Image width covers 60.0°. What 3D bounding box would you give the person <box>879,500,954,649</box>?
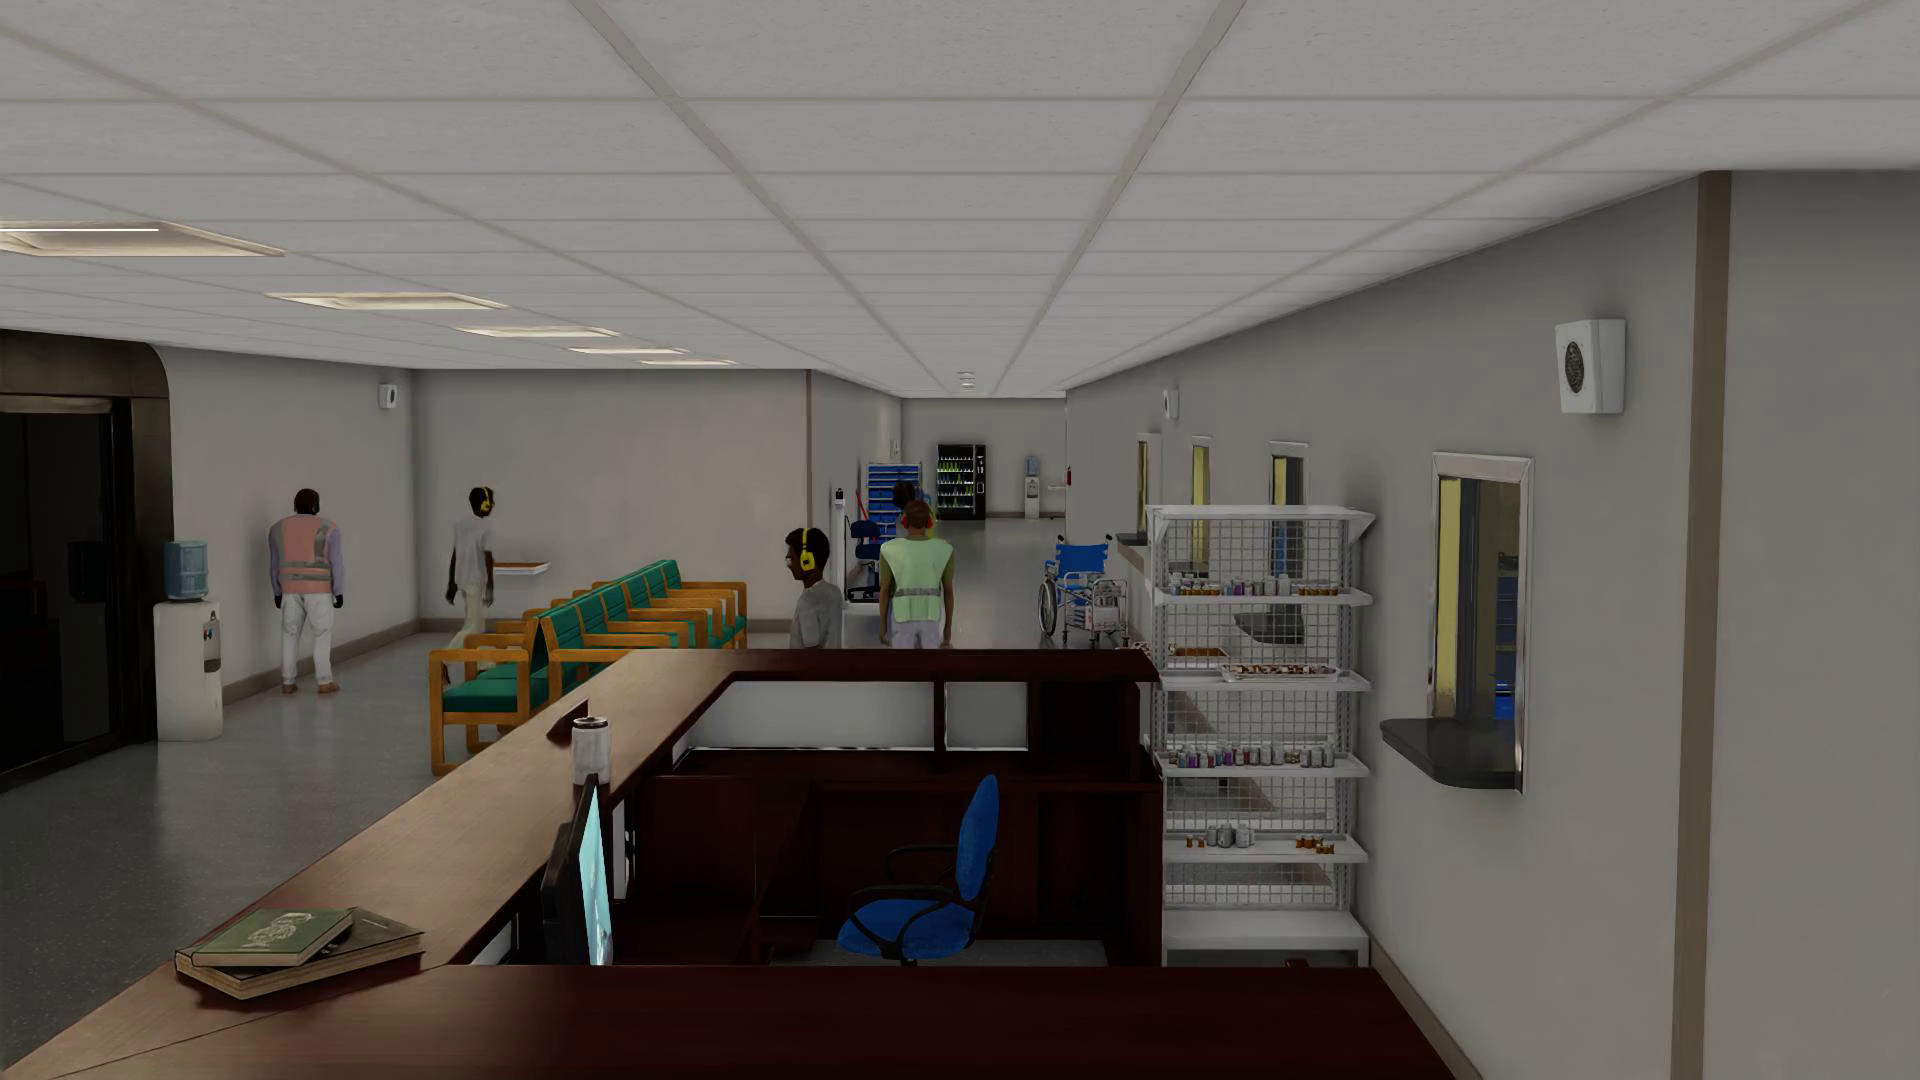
[{"bbox_3d":[-0.319,0.623,12.363,0.560,1.839,0.394,-1,4,-11],"label":"person"}]

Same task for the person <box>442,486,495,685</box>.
[{"bbox_3d":[-4.570,0.417,15.390,0.542,1.829,0.857,3,5,34],"label":"person"}]

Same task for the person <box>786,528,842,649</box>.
[{"bbox_3d":[-0.787,0.863,8.810,0.328,1.865,0.508,1,4,10],"label":"person"}]

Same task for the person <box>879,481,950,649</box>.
[{"bbox_3d":[-0.491,0.287,17.342,0.901,1.791,0.650,1,4,13],"label":"person"}]

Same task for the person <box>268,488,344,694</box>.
[{"bbox_3d":[-5.811,0.456,14.814,0.645,1.832,0.431,0,4,-1],"label":"person"}]
